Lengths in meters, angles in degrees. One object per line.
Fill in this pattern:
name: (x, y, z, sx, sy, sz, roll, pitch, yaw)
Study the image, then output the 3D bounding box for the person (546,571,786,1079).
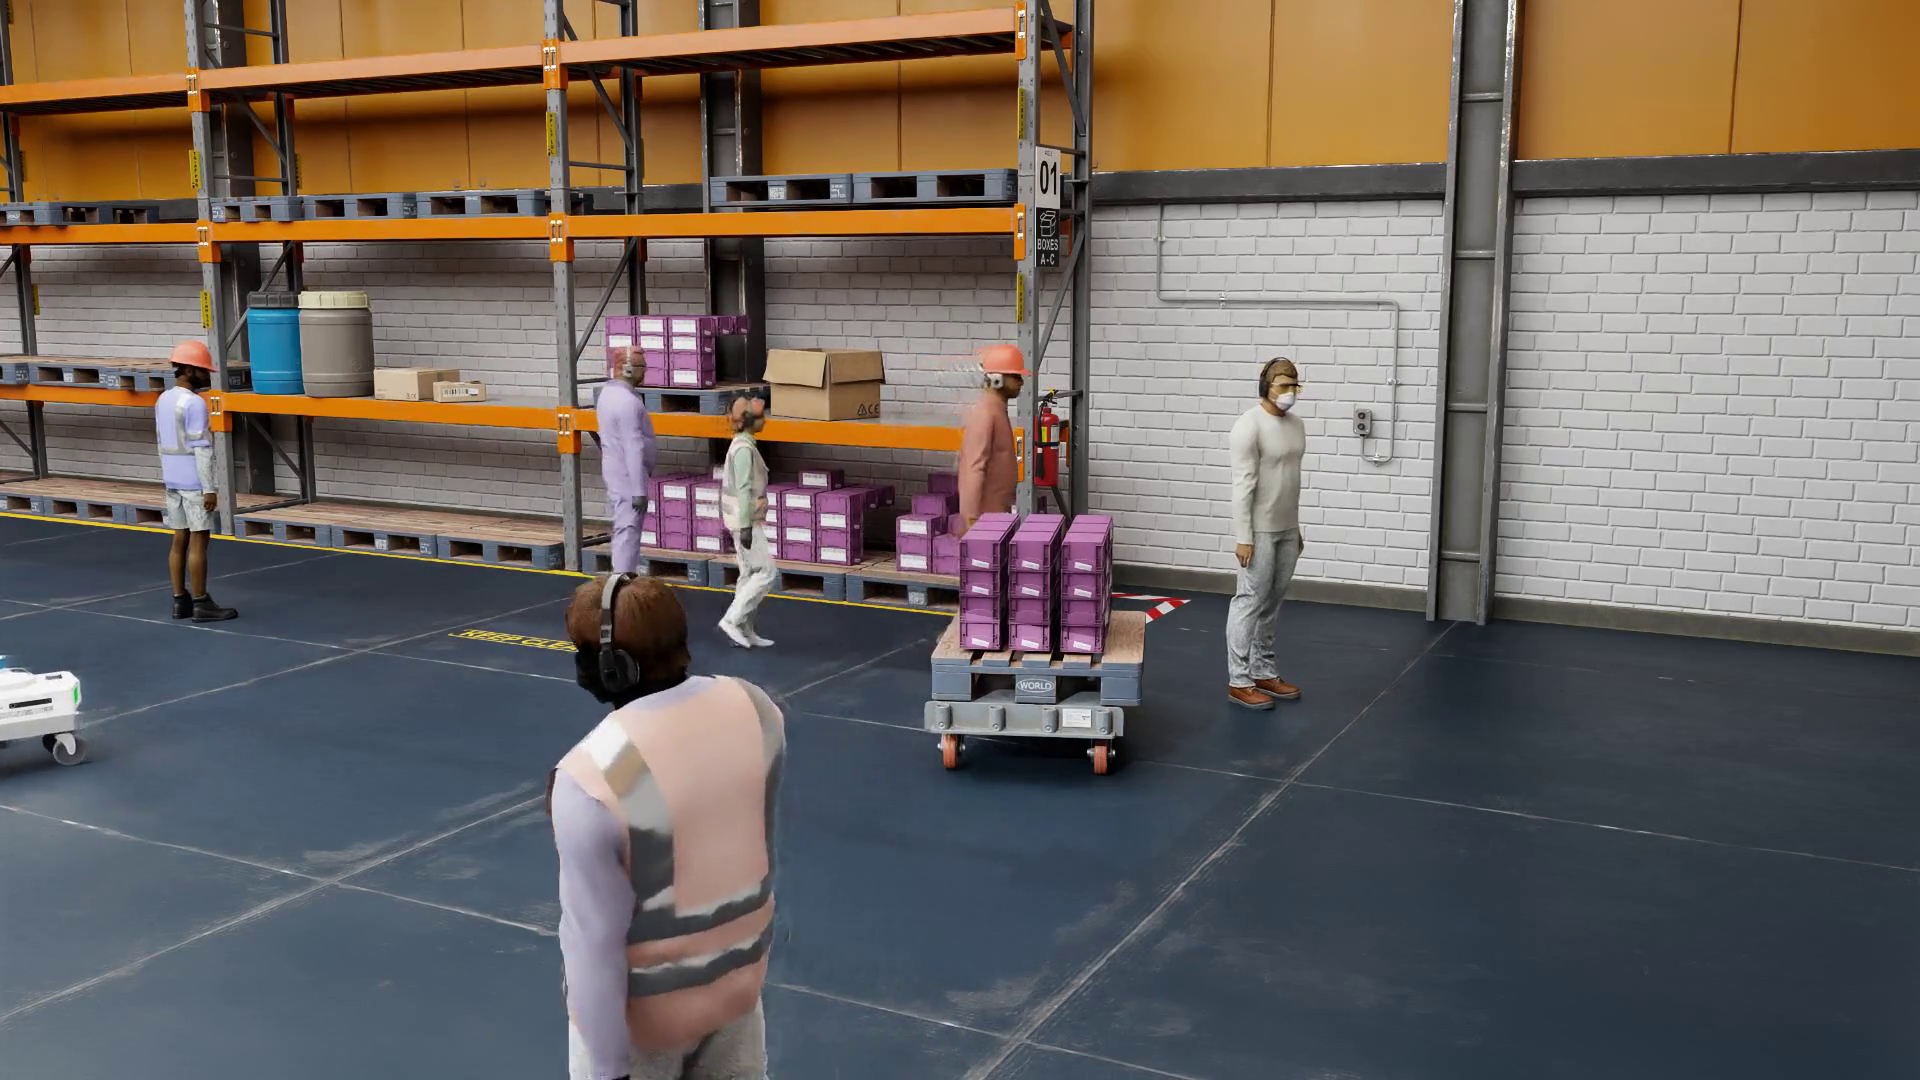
person: (-0.556, 0.953, 3.467, 0.791, 1.811, 0.631, 7, 12, 39)

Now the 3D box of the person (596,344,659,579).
person: (-2.303, -0.414, 11.636, 0.404, 1.907, 0.653, -4, 10, -23)

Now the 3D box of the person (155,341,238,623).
person: (-5.267, -0.396, 11.446, 0.548, 1.925, 0.388, 7, 12, 38)

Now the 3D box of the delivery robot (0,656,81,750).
delivery robot: (-4.635, 0.800, 7.997, 0.707, 0.478, 0.477, -7, 12, -38)

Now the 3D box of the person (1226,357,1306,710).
person: (1.714, -0.044, 9.240, 0.362, 1.936, 0.631, 8, 12, 41)

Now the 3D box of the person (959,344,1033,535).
person: (0.207, -0.179, 9.941, 0.457, 1.974, 0.633, 1, 9, 6)

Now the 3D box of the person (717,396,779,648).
person: (-1.321, -0.096, 10.515, 0.373, 1.622, 0.534, -1, 9, -7)
